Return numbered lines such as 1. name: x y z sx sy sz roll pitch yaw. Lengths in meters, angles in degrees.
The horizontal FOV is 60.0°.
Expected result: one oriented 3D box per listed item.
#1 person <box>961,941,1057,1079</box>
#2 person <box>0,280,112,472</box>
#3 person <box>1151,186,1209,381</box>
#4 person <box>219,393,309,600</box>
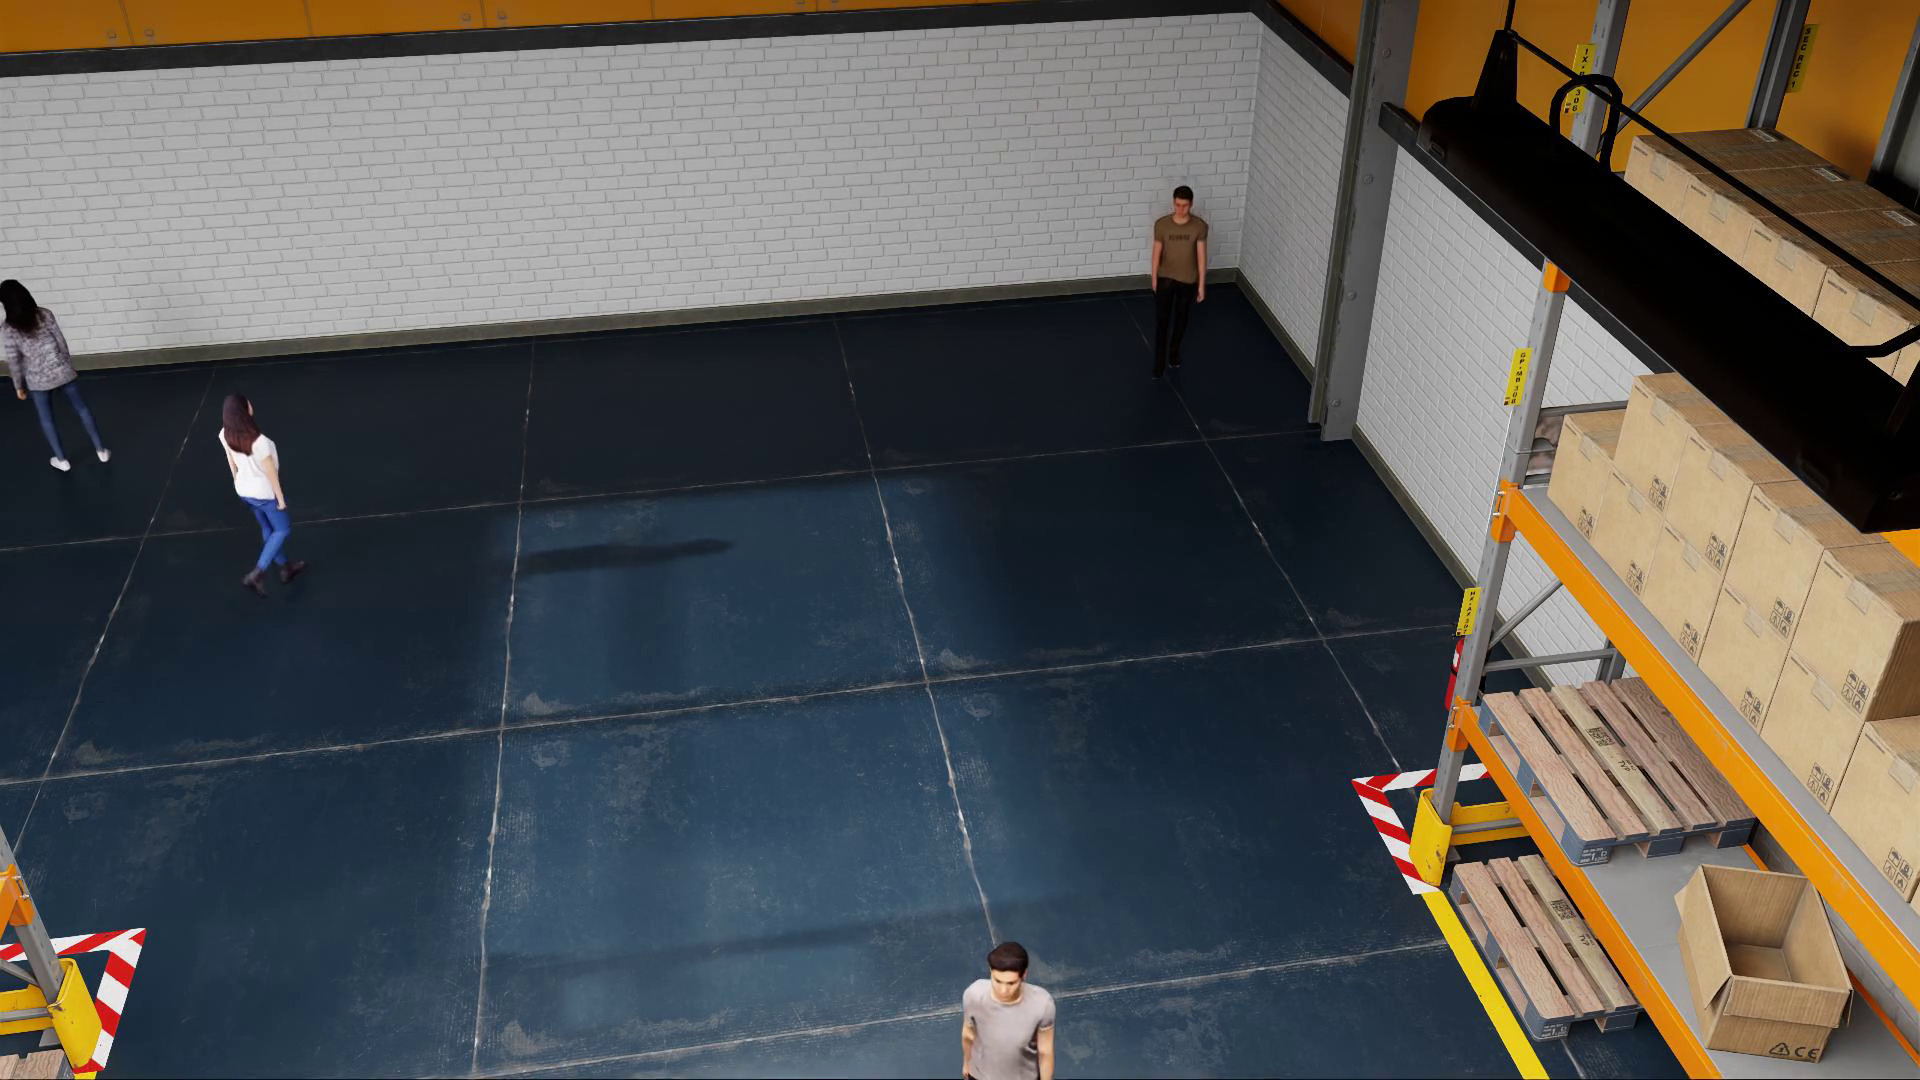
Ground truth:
1. person: 0.244 2.557 8.192 0.828 1.679 1.213 4 34 5
2. person: -7.735 -1.391 14.095 0.821 1.719 0.835 -25 41 -32
3. person: 2.055 -2.482 15.633 0.796 1.833 0.971 2 34 3
4. person: -5.296 -0.291 12.481 0.891 1.674 1.007 14 36 20
